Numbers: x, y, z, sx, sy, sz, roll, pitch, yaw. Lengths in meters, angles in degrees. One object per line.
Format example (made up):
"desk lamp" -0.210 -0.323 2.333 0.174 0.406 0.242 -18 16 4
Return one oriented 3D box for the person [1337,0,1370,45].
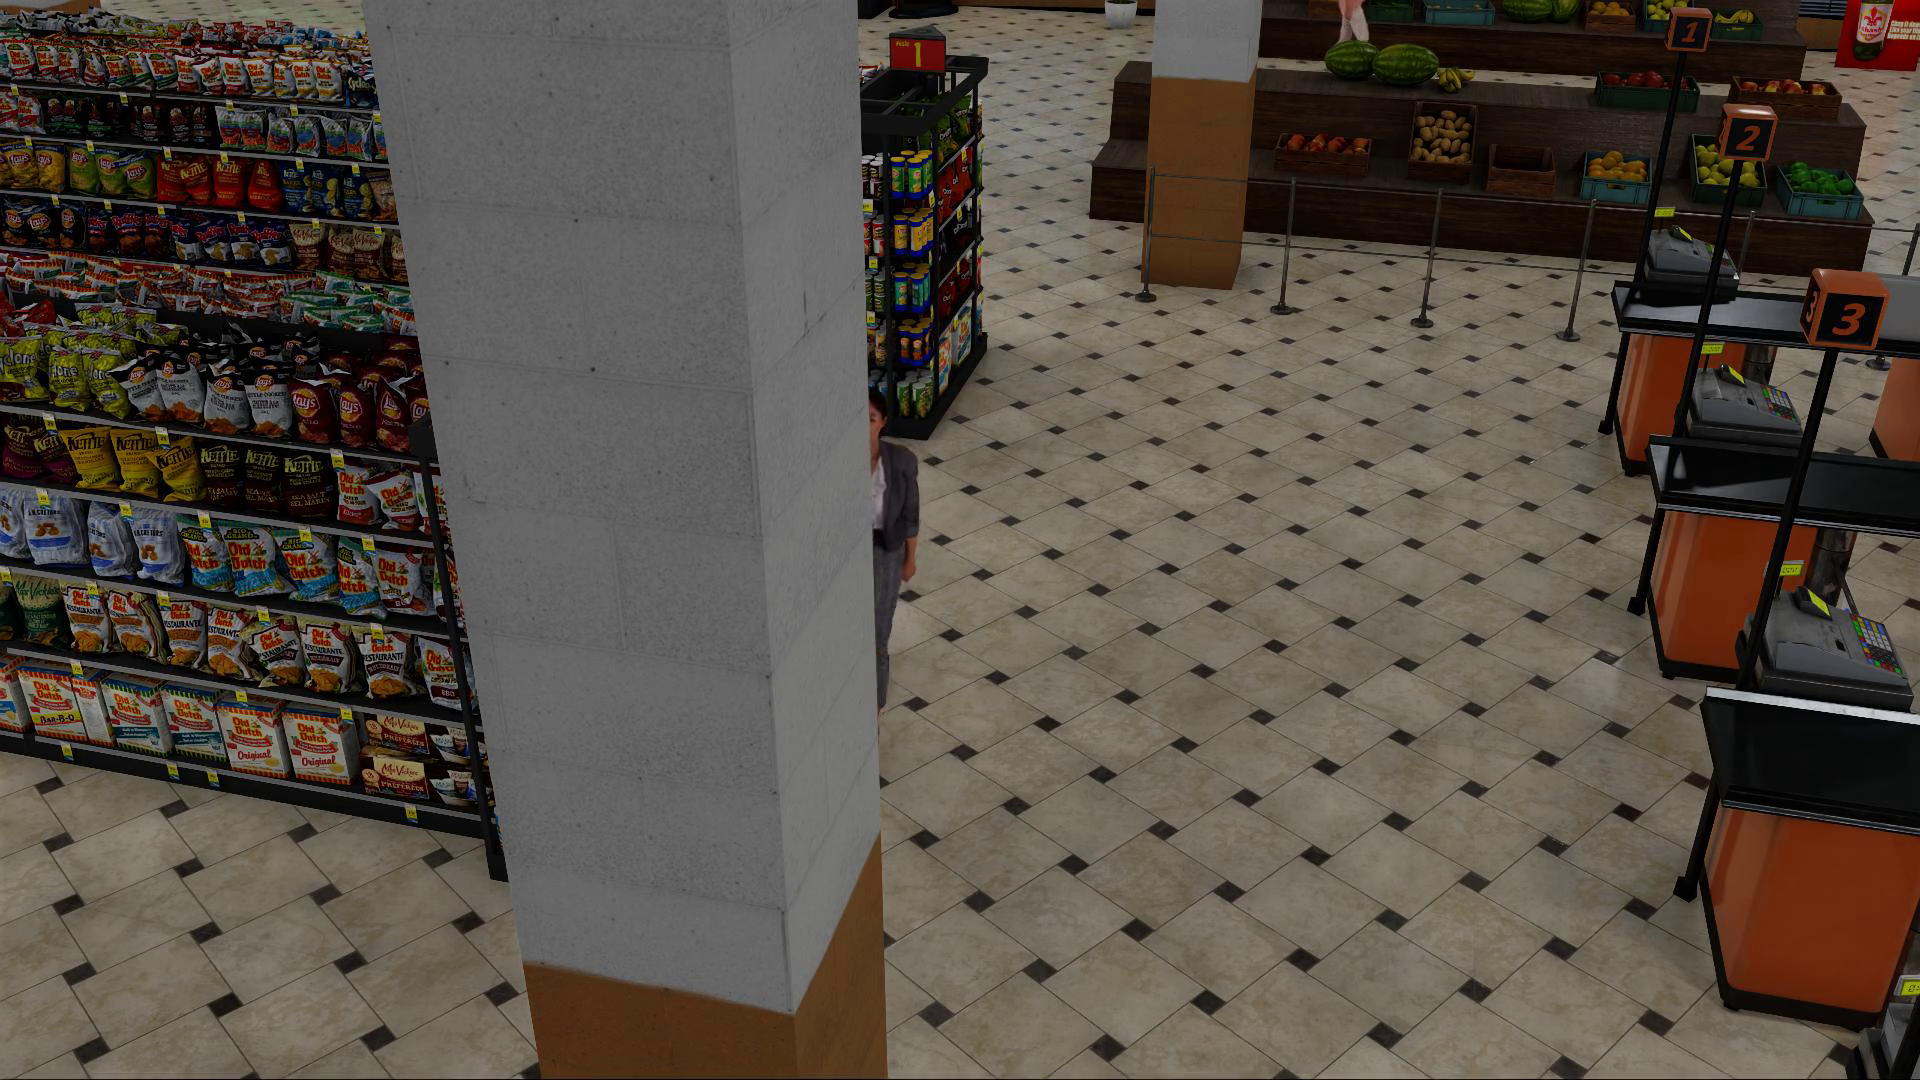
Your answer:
"person" 4.113 -5.735 17.825 0.585 1.719 0.605 7 29 12
